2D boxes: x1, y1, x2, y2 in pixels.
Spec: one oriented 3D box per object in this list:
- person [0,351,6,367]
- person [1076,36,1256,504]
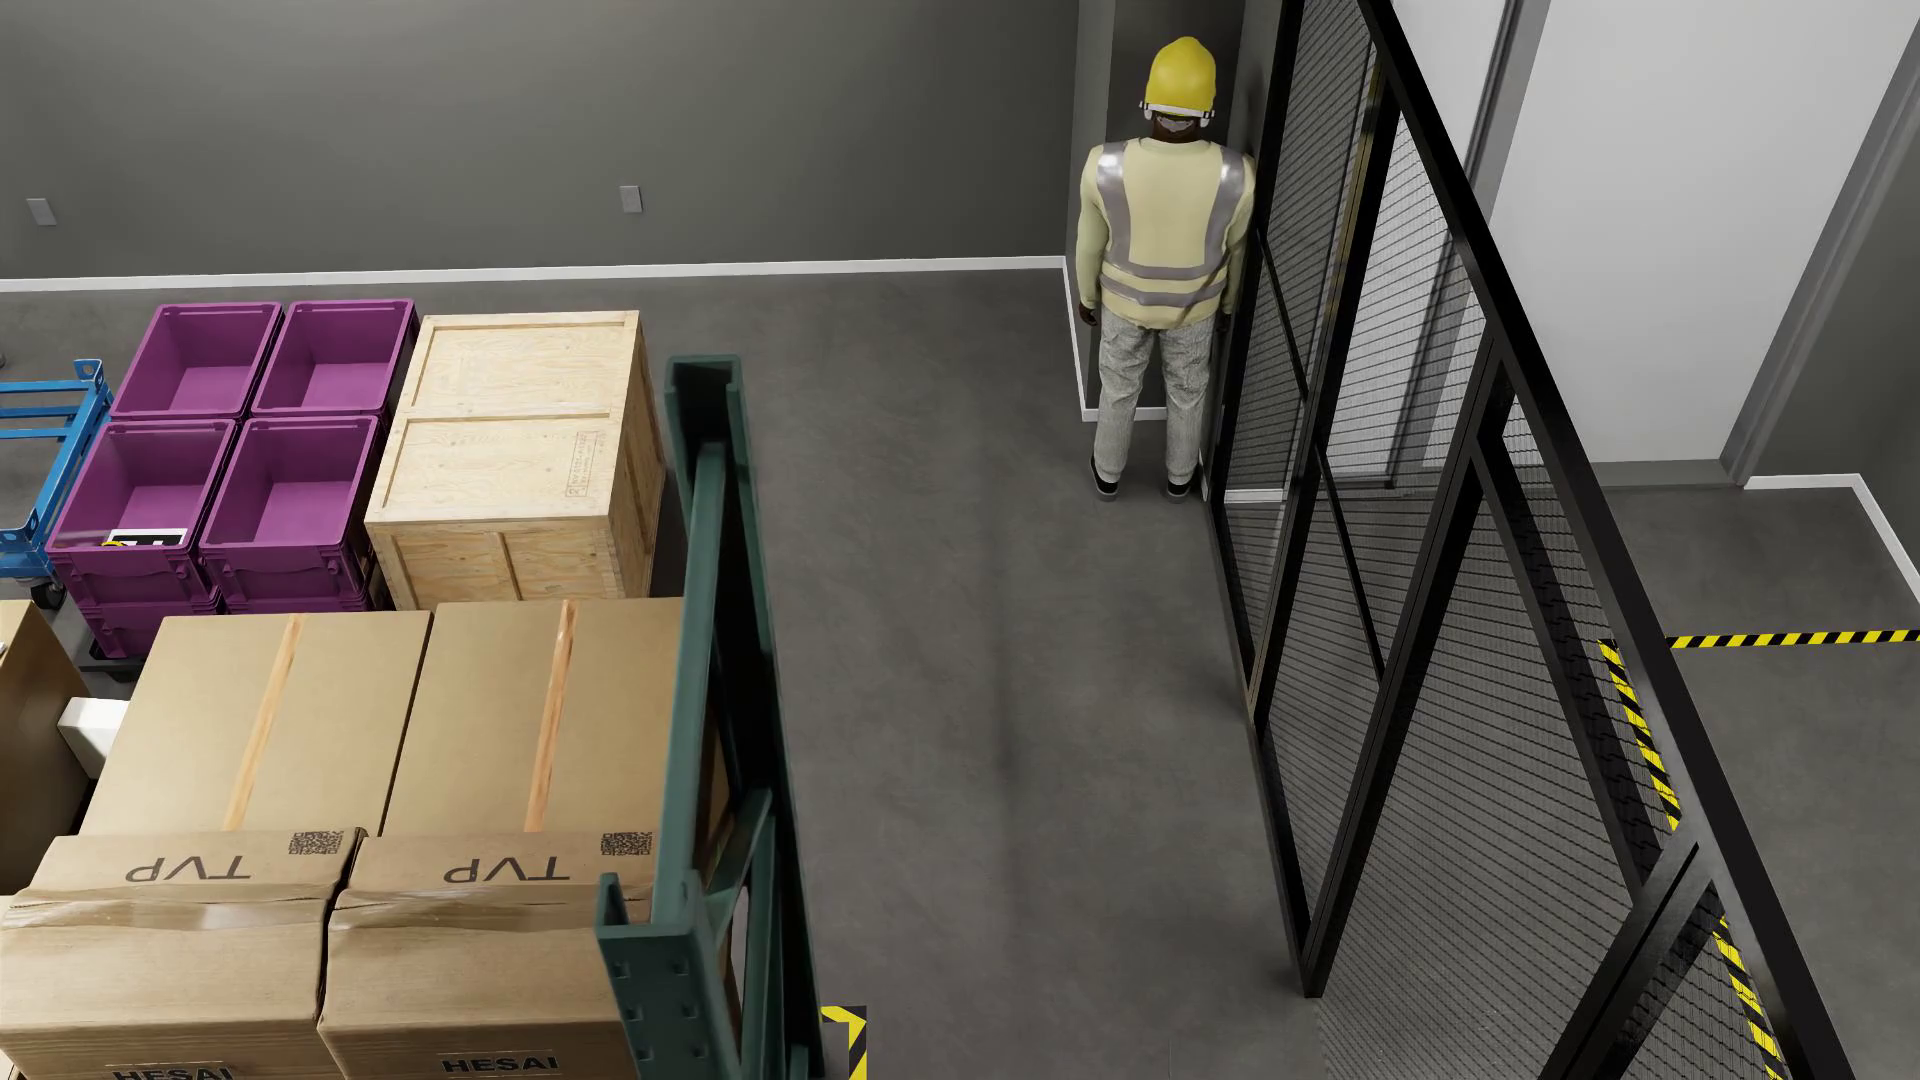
[{"bbox_3d":[-4.038,-1.266,5.966,0.372,1.940,0.630,-4,46,-3],"label":"person"},{"bbox_3d":[0.682,-0.853,5.643,0.590,1.833,0.404,4,46,3],"label":"person"}]
